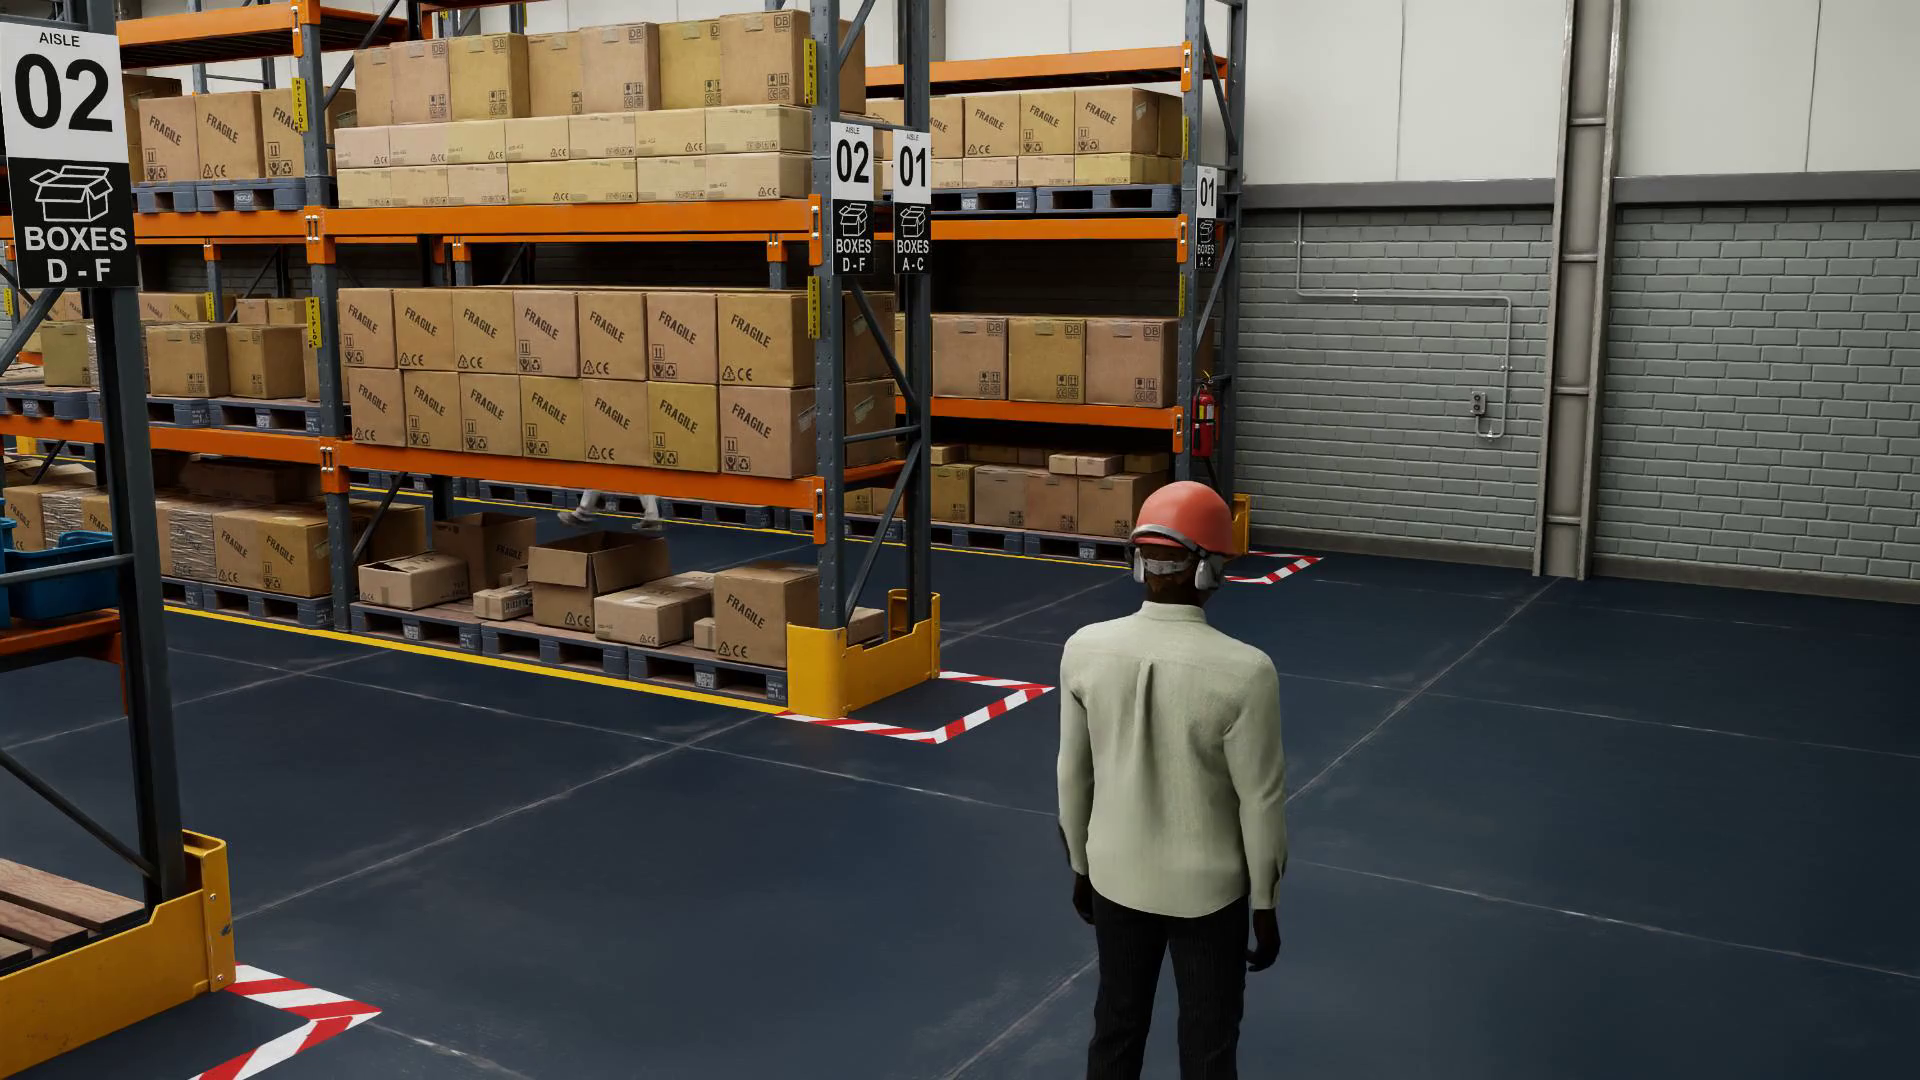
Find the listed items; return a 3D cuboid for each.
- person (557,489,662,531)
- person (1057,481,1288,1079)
[{"bbox_3d":[-3.211,-0.981,15.307,0.991,1.829,0.584,3,10,16],"label":"person"},{"bbox_3d":[0.536,0.843,4.162,0.609,1.986,0.390,6,12,33],"label":"person"}]
